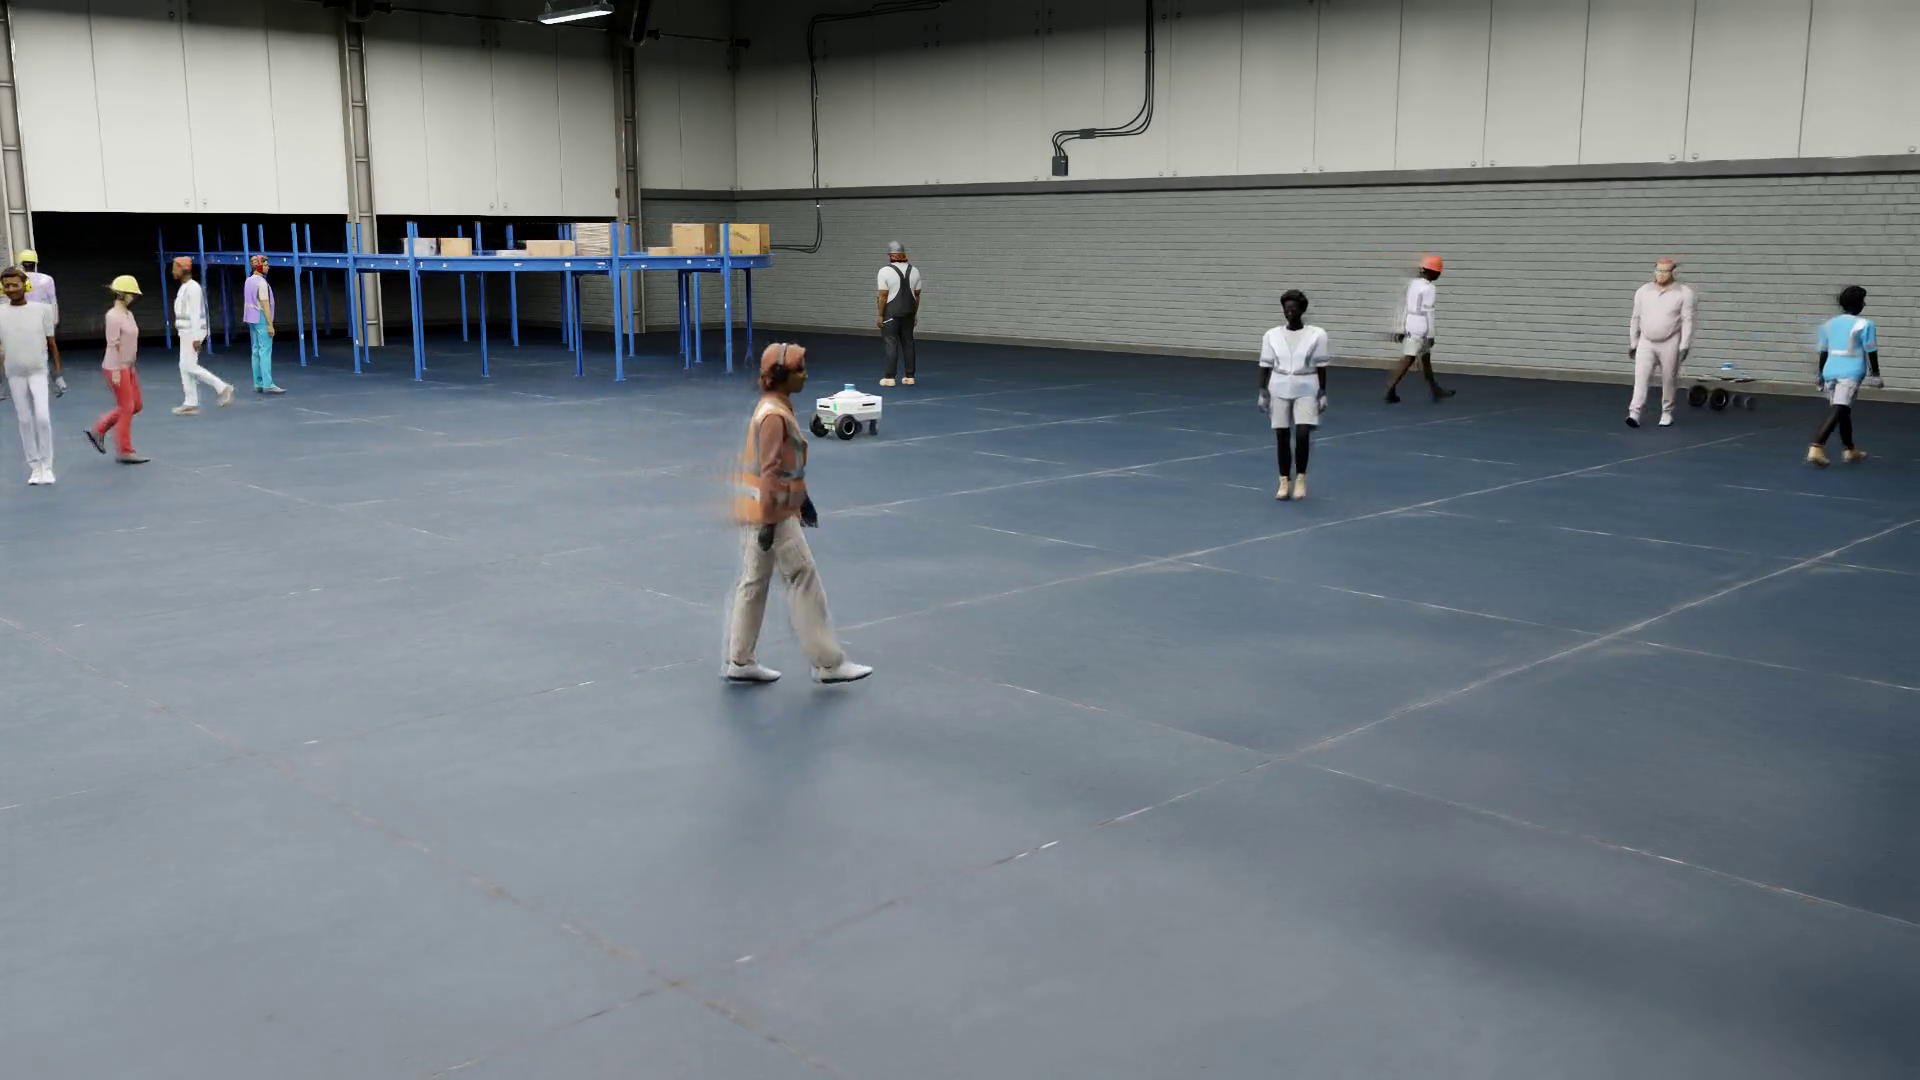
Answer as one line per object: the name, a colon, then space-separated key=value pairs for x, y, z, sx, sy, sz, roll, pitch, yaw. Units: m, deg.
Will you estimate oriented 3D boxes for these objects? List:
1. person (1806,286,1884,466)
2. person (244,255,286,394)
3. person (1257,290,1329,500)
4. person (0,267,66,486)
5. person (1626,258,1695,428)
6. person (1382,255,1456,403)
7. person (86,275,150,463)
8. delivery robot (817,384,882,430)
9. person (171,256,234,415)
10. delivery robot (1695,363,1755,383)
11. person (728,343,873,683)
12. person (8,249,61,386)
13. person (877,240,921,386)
person: x=8.154 y=-1.514 z=15.344 sx=0.882 sy=1.654 sz=0.541 roll=-3 pitch=11 yaw=-18
person: x=-9.391 y=-2.894 z=22.339 sx=0.564 sy=1.846 sz=0.390 roll=10 pitch=15 yaw=44
person: x=2.630 y=-1.142 z=13.239 sx=0.549 sy=1.676 sz=0.521 roll=4 pitch=11 yaw=22
person: x=-7.868 y=-1.365 z=13.999 sx=0.549 sy=1.841 sz=0.740 roll=-4 pitch=11 yaw=-22
person: x=7.698 y=-2.160 z=18.318 sx=0.678 sy=1.850 sz=1.010 roll=7 pitch=13 yaw=35
person: x=5.821 y=-2.669 z=21.088 sx=1.012 sy=1.873 sz=0.604 roll=-2 pitch=11 yaw=-9
person: x=-7.886 y=-1.598 z=15.547 sx=0.574 sy=1.743 sz=0.553 roll=-2 pitch=11 yaw=-8
delivery robot: x=-1.164 y=-1.410 z=17.633 sx=0.707 sy=0.478 sz=0.477 roll=-10 pitch=14 yaw=-43
person: x=-9.070 y=-2.427 z=19.736 sx=0.597 sy=1.865 sz=0.591 roll=-8 pitch=13 yaw=-36
delivery robot: x=9.440 y=-2.066 z=20.497 sx=0.698 sy=0.223 sz=0.335 roll=-2 pitch=11 yaw=-11
person: x=-0.759 y=-0.114 z=7.812 sx=0.768 sy=1.606 sz=0.532 roll=-2 pitch=11 yaw=-9
person: x=-12.966 y=-3.107 z=23.321 sx=0.595 sy=1.912 sz=0.409 roll=-3 pitch=11 yaw=-18
person: x=-0.916 y=-3.196 z=23.569 sx=0.688 sy=2.000 sz=0.537 roll=-7 pitch=13 yaw=-34
